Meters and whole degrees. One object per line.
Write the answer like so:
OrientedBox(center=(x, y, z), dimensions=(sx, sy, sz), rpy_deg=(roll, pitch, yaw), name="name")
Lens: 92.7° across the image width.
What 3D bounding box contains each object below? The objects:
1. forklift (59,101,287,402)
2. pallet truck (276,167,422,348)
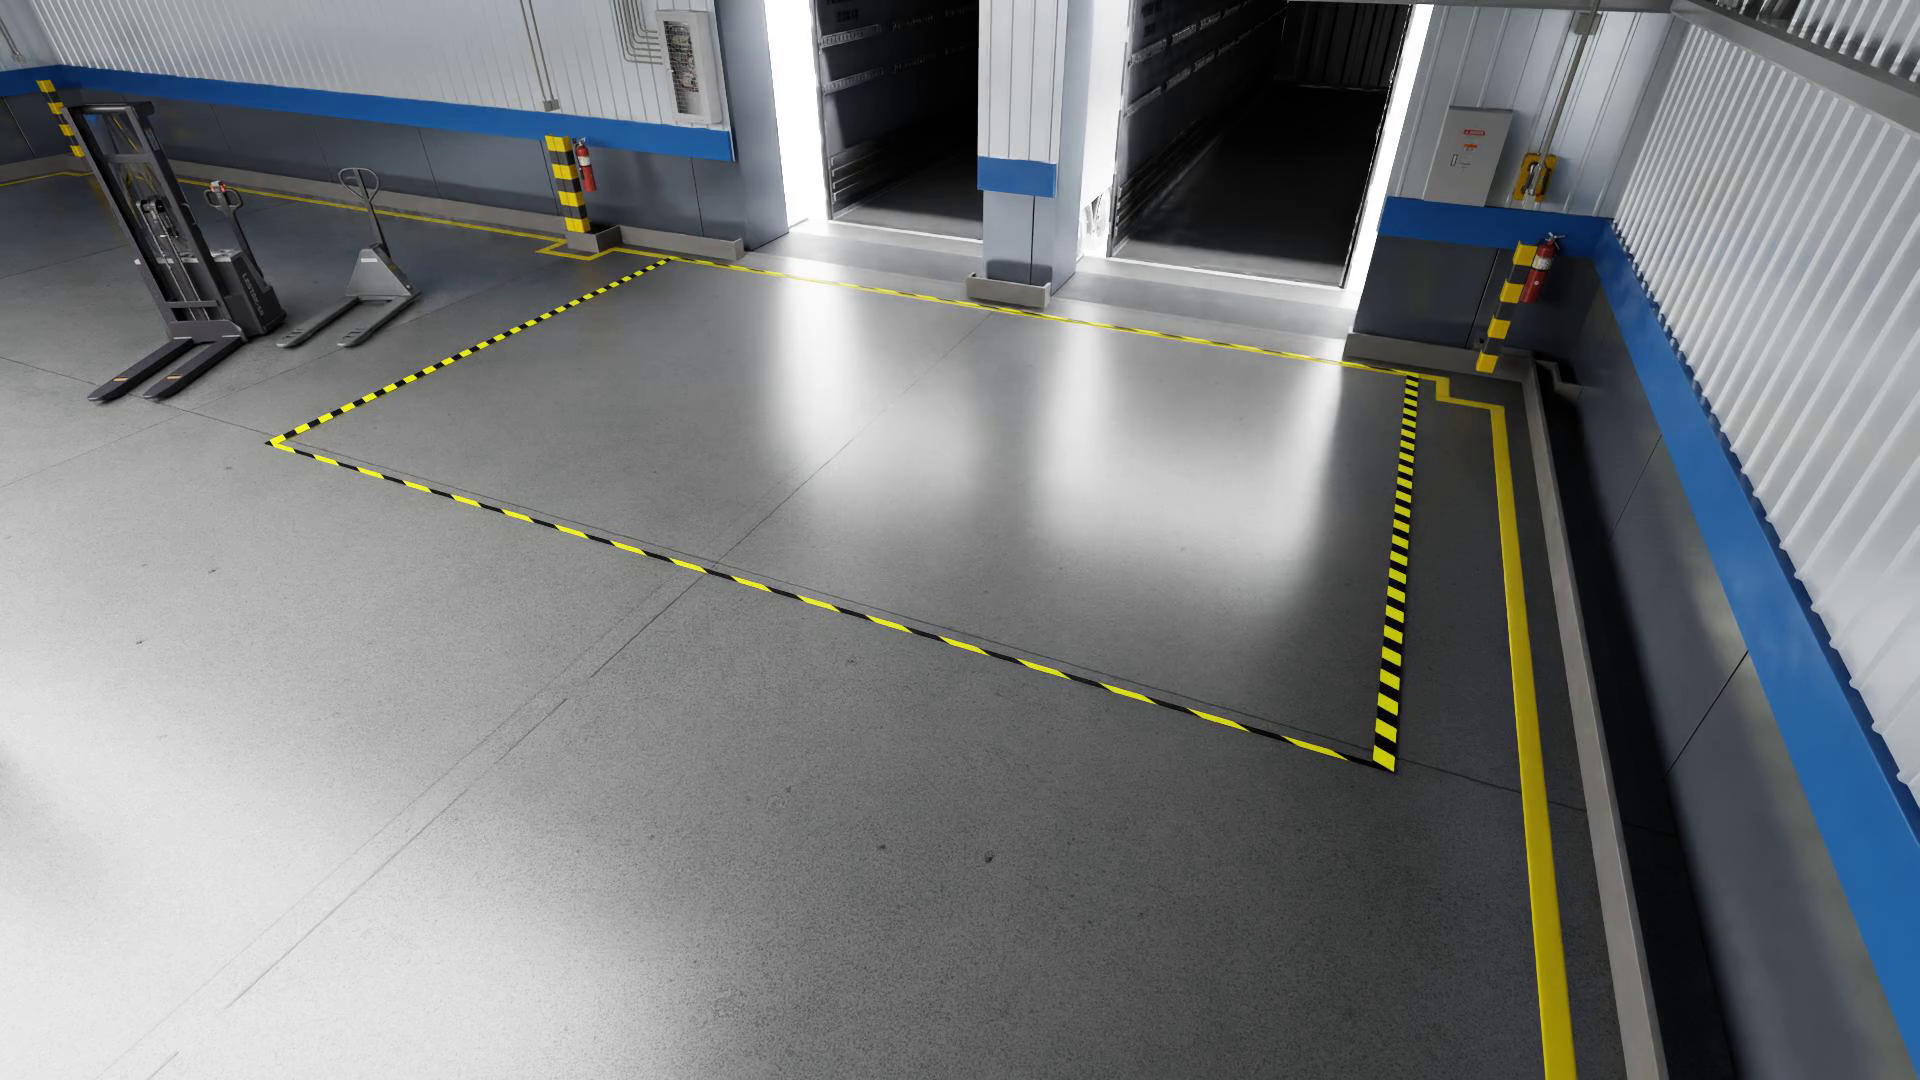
OrientedBox(center=(-6.686, -2.387, 7.434), dimensions=(0.823, 1.965, 1.885), rpy_deg=(-3, 35, -5), name="forklift")
OrientedBox(center=(-5.732, -2.611, 8.414), dimensions=(0.680, 1.201, 1.601), rpy_deg=(-1, 35, -1), name="pallet truck")
